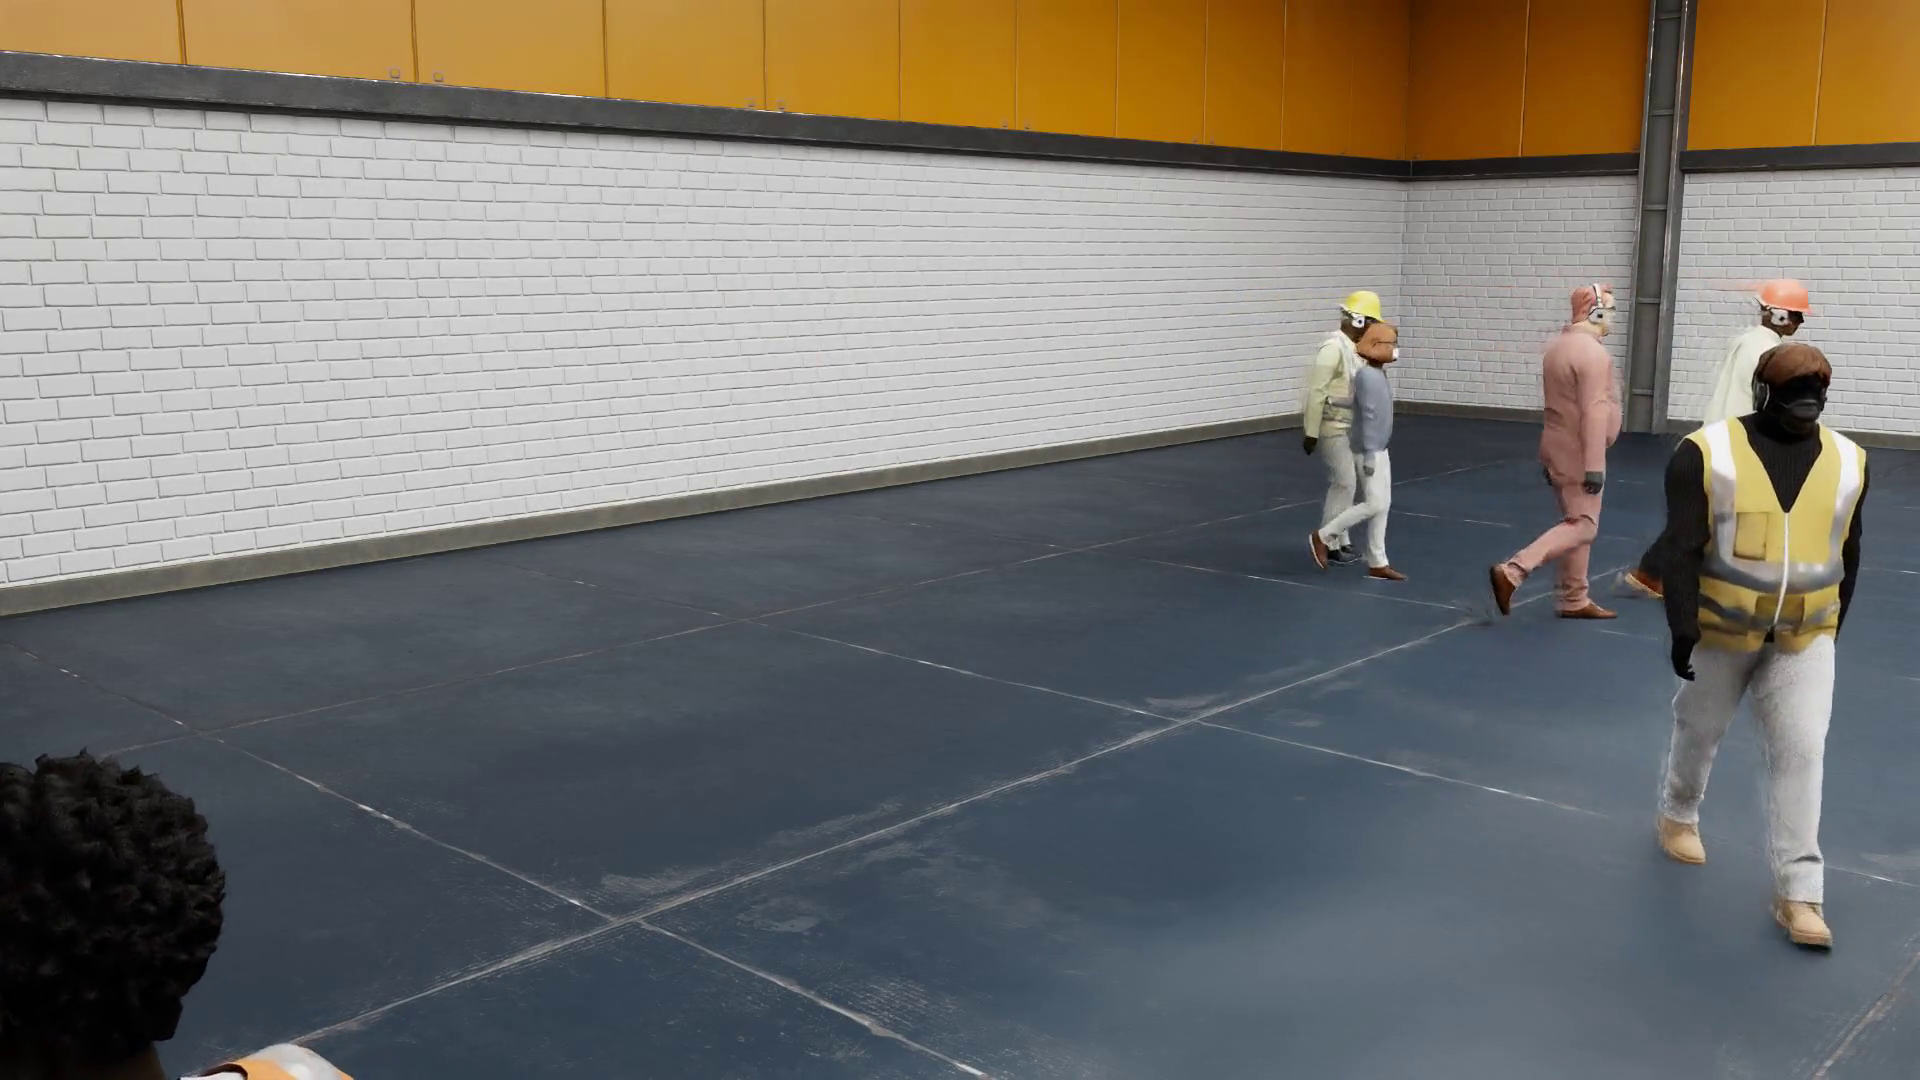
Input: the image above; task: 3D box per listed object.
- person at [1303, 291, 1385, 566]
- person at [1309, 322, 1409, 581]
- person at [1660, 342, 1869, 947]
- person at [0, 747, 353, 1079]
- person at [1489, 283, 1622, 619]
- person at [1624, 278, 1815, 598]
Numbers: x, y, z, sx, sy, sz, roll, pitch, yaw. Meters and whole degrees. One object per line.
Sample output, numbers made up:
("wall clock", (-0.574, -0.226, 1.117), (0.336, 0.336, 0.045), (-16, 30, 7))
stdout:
("person", (2.500, -0.723, 10.882), (0.485, 1.797, 0.662), (4, 11, 22))
("person", (2.530, -0.547, 10.372), (0.528, 1.619, 0.510), (5, 11, 26))
("person", (2.525, 0.270, 5.286), (0.620, 1.800, 0.975), (2, 10, 10))
("person", (-0.650, 1.004, 1.382), (0.318, 1.688, 0.536), (3, 10, 15))
("person", (3.304, -0.464, 9.154), (0.712, 1.892, 0.653), (0, 10, 2))
("person", (4.465, -0.560, 9.677), (1.082, 1.916, 0.625), (2, 10, 11))
